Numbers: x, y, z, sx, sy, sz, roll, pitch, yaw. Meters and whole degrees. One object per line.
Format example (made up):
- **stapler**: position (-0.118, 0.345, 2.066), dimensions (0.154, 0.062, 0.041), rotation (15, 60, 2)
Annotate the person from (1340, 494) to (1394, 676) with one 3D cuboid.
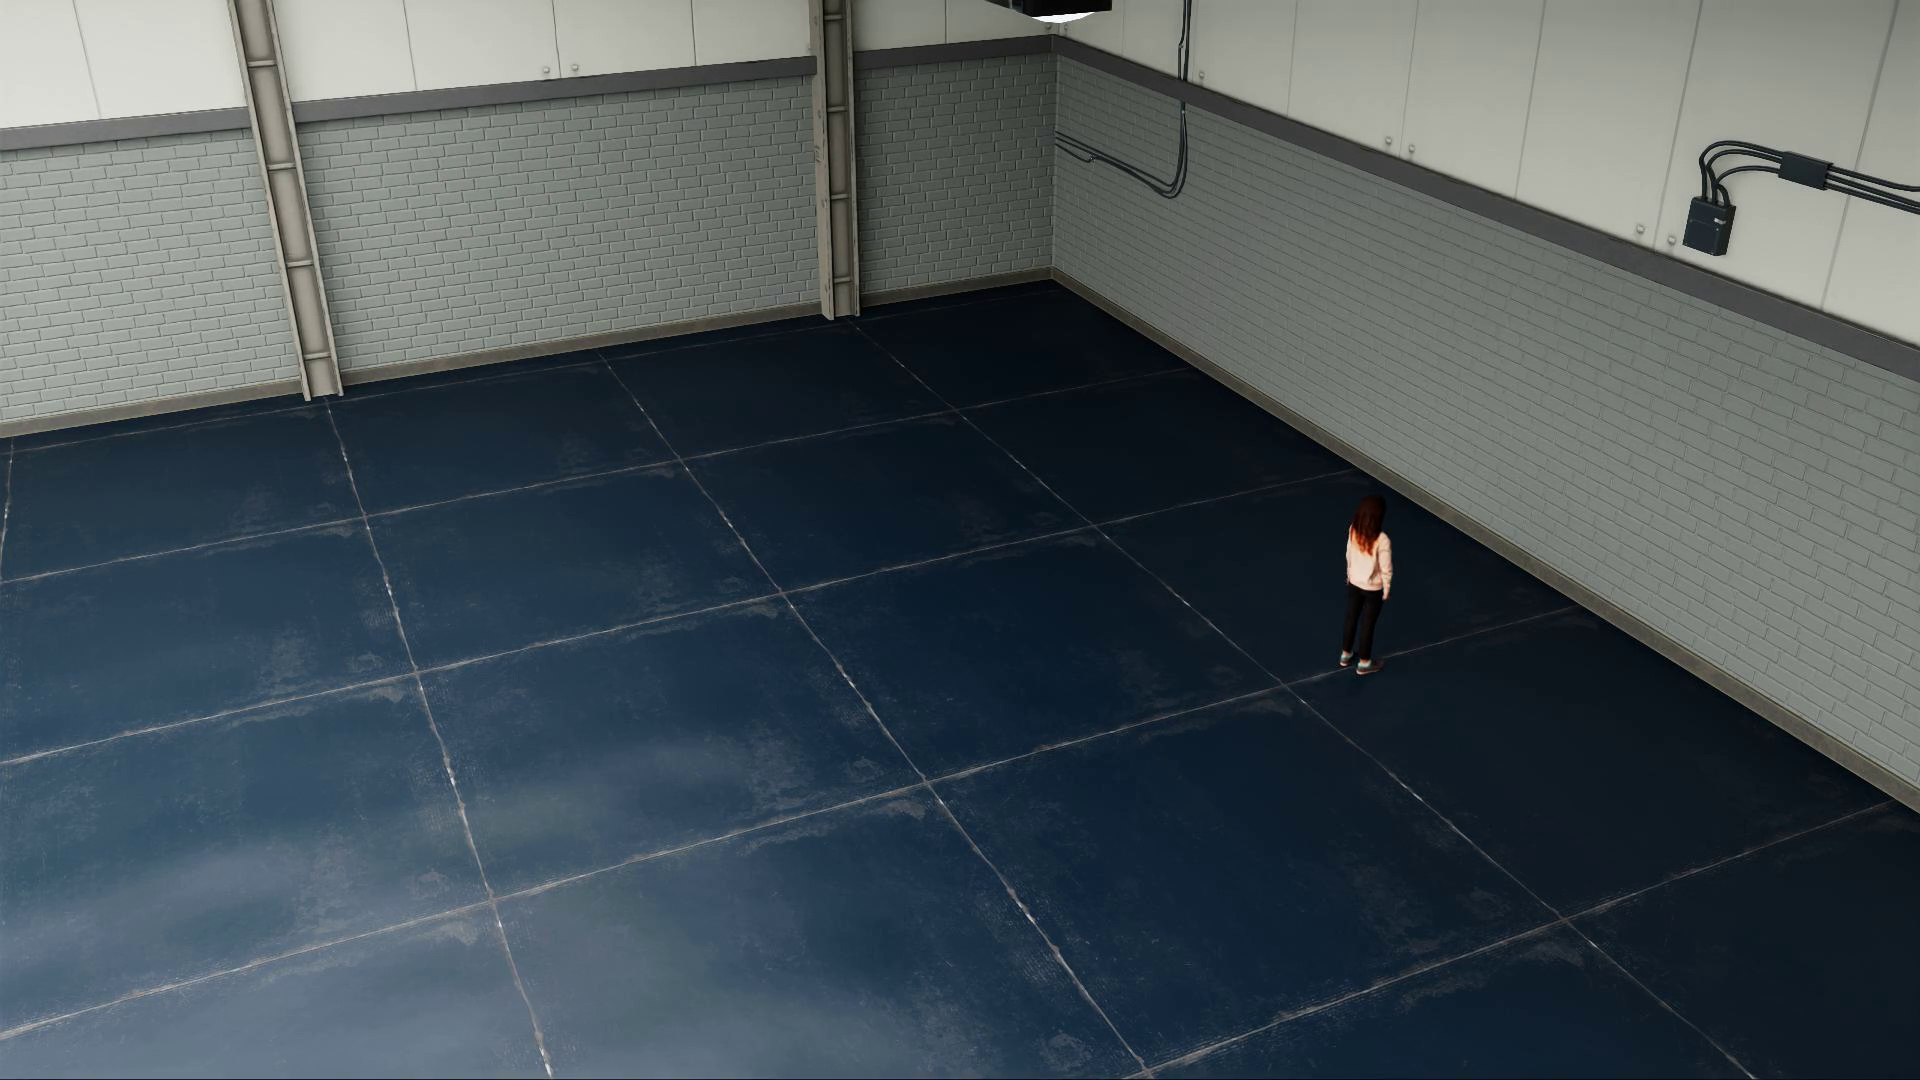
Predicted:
- **person**: position (3.094, 0.321, 12.655), dimensions (0.564, 1.483, 0.602), rotation (-18, 33, -32)
